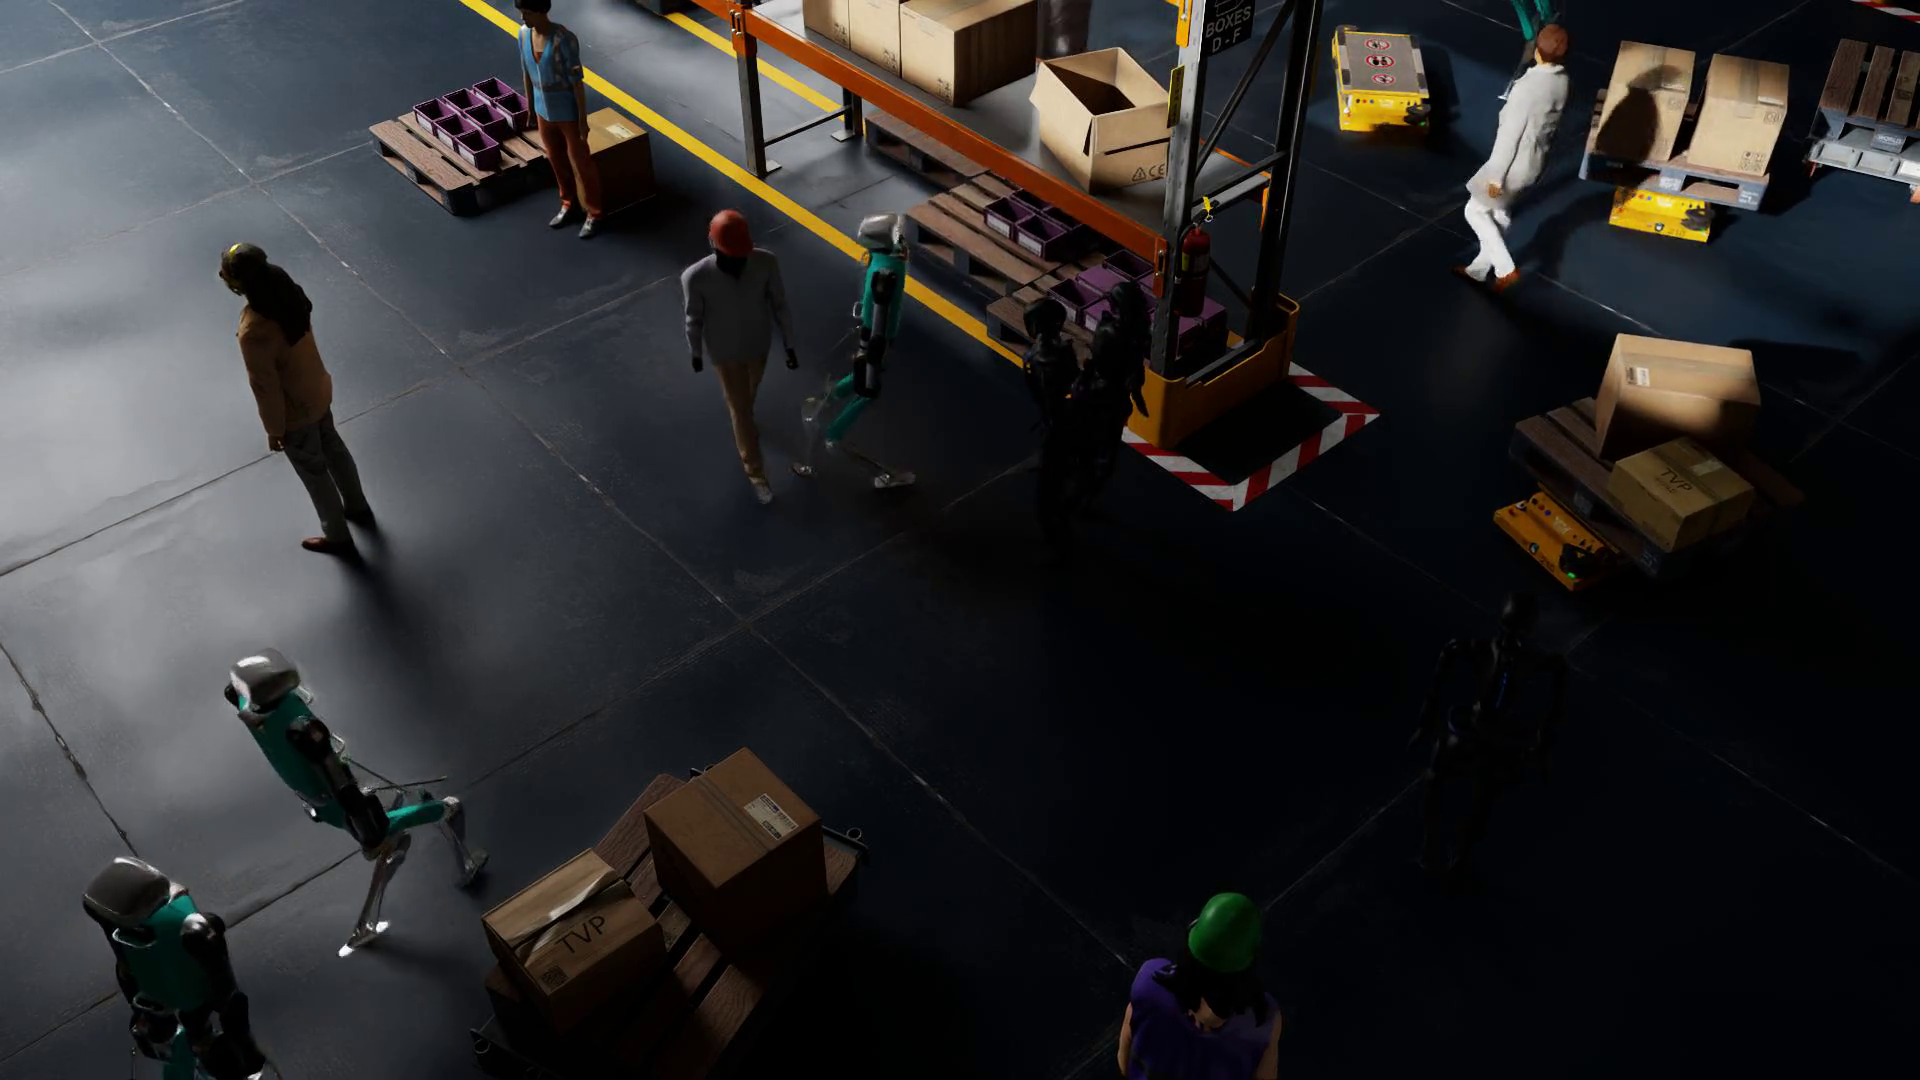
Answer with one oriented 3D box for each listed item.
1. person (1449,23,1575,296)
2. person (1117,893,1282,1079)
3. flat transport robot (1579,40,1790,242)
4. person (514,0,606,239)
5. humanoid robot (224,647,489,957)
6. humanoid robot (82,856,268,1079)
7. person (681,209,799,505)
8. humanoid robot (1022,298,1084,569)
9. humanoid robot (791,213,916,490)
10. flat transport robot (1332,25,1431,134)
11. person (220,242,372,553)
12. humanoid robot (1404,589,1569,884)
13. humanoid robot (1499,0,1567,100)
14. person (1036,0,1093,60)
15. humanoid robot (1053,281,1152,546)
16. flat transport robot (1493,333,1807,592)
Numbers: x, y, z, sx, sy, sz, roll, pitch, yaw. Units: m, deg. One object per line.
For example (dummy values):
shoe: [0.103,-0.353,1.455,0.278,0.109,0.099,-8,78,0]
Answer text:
person: [3.547,-2.367,10.531,0.533,1.807,0.492,-23,47,-23]
person: [0.814,1.892,5.819,0.552,1.921,0.426,13,44,14]
flat transport robot: [5.088,-2.628,11.954,0.659,0.231,1.431,15,45,16]
person: [-2.692,-2.864,11.110,0.507,1.758,0.341,19,46,19]
humanoid robot: [-2.400,0.985,6.971,0.544,1.775,0.922,30,51,29]
humanoid robot: [-2.824,1.956,5.886,0.568,1.781,0.846,15,45,15]
person: [-1.201,-1.086,9.216,0.565,1.697,0.919,-20,46,-21]
humanoid robot: [0.506,-0.539,8.652,0.401,1.642,0.591,0,43,0]
humanoid robot: [-0.687,-0.957,9.088,0.930,1.799,0.549,2,43,2]
flat transport robot: [3.284,-3.613,13.024,0.659,0.231,1.431,4,43,5]
person: [-3.460,-0.730,8.711,0.389,1.869,0.561,3,43,3]
humanoid robot: [2.231,0.881,7.090,0.610,1.646,0.374,9,43,10]
humanoid robot: [4.409,-4.183,12.583,0.555,1.799,0.817,-19,46,-20]
person: [0.620,-3.464,11.668,0.663,1.882,0.654,-30,51,-29]
humanoid robot: [0.759,-0.698,8.824,0.408,1.639,0.614,29,50,28]
flat transport robot: [3.767,-0.186,9.297,1.431,0.231,0.659,-19,46,-19]
